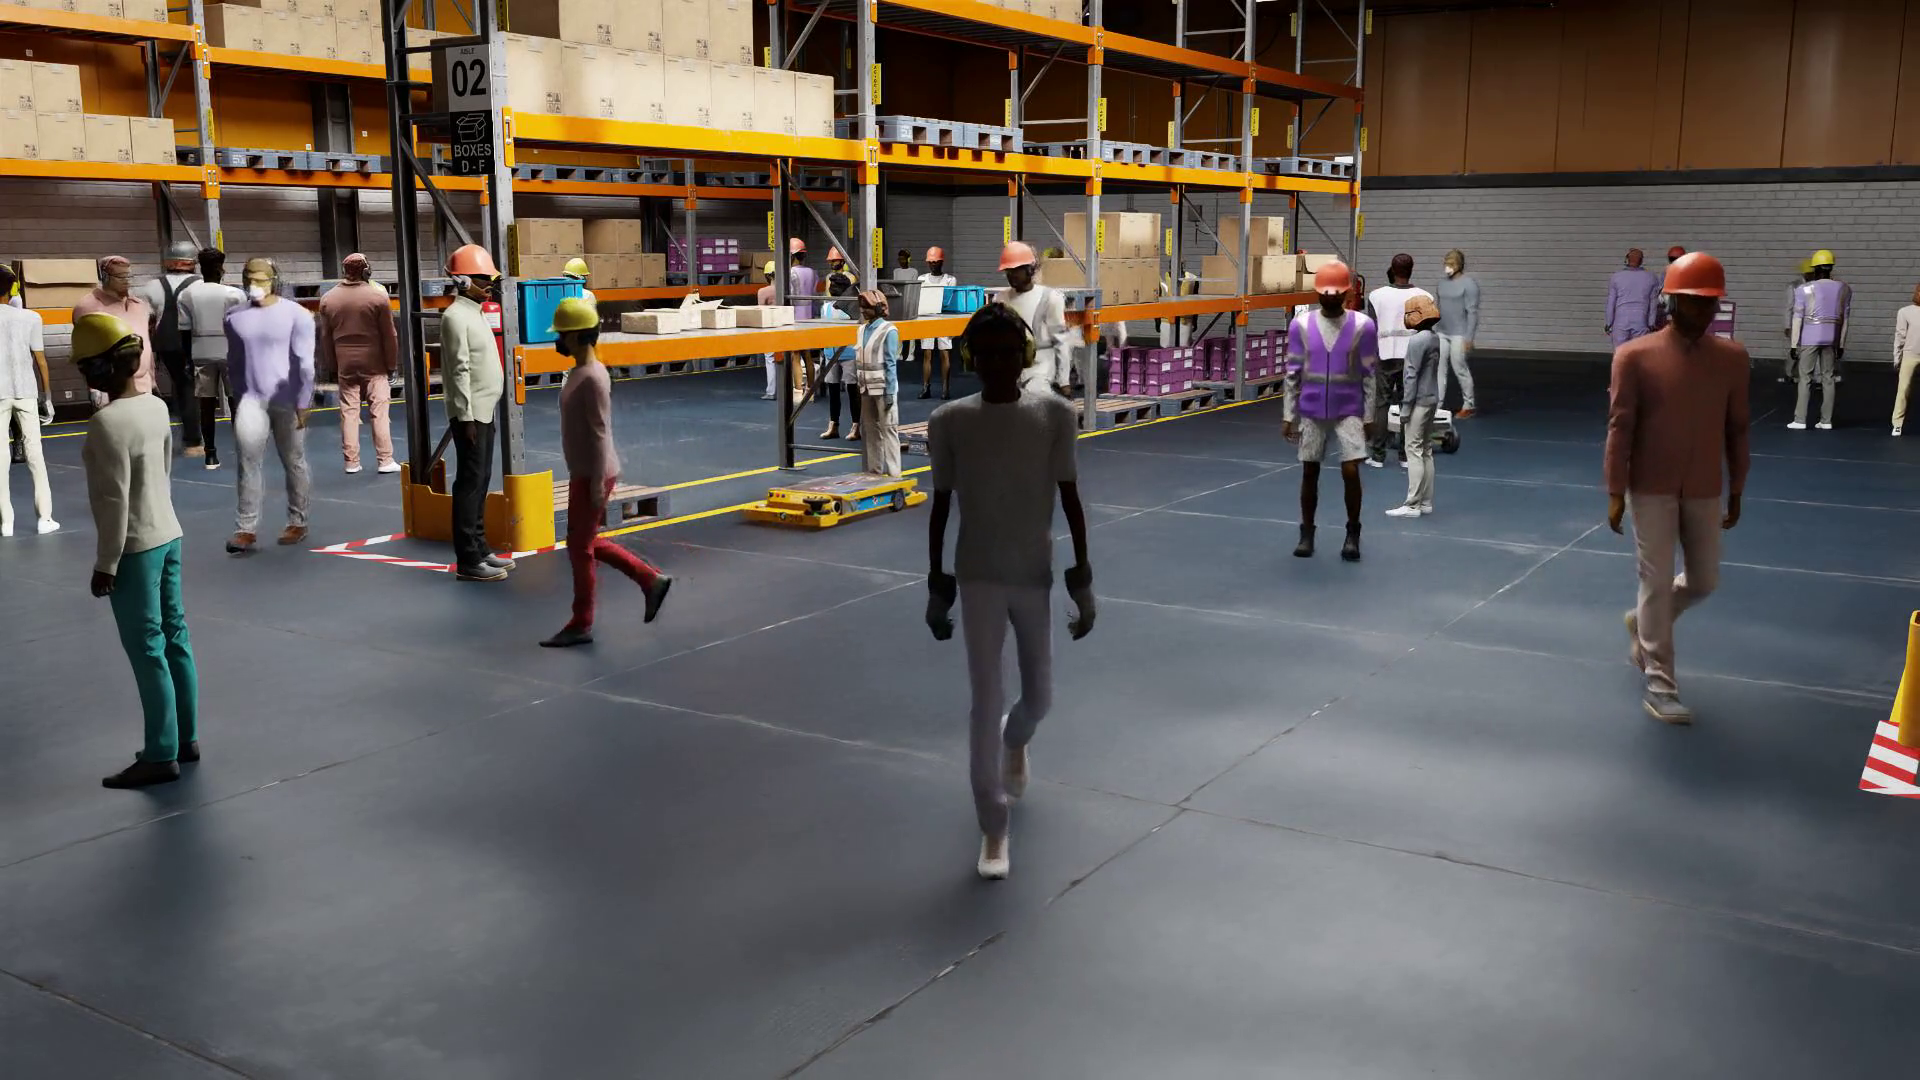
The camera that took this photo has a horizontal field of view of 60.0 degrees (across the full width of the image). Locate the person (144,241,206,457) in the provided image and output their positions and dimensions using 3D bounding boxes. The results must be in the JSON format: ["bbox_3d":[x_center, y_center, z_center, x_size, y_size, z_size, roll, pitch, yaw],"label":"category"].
[{"bbox_3d":[-7.243,-1.835,15.797,0.696,2.000,0.872,1,10,6],"label":"person"}]

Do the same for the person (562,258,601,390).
[{"bbox_3d":[-3.970,-2.013,17.361,0.590,1.833,0.404,5,11,27],"label":"person"}]

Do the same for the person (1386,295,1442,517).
[{"bbox_3d":[3.363,-0.981,12.229,0.299,1.623,0.503,6,12,31],"label":"person"}]

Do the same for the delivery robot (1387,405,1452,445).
[{"bbox_3d":[4.392,-1.162,15.924,0.477,0.478,0.707,-3,11,-15],"label":"delivery robot"}]

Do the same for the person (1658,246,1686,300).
[{"bbox_3d":[10.780,-3.479,25.203,0.378,1.932,0.551,2,10,10],"label":"person"}]

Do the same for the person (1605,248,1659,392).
[{"bbox_3d":[8.890,-2.901,22.062,0.650,1.913,0.409,2,10,10],"label":"person"}]

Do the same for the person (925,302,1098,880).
[{"bbox_3d":[0.165,0.127,5.511,0.570,1.831,0.754,-1,10,-5],"label":"person"}]

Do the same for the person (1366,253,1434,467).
[{"bbox_3d":[3.909,-1.592,14.840,0.597,1.907,0.400,0,10,0],"label":"person"}]

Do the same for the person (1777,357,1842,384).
[{"bbox_3d":[12.019,-2.967,23.345,0.518,1.580,0.870,-9,14,-41],"label":"person"}]

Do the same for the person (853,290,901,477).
[{"bbox_3d":[-0.659,-1.158,13.181,0.311,1.633,0.511,-8,13,-38],"label":"person"}]

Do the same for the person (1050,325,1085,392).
[{"bbox_3d":[1.418,-2.874,22.228,0.779,1.803,0.600,-4,11,-19],"label":"person"}]

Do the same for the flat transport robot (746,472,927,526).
[{"bbox_3d":[-0.890,-0.317,12.293,0.652,0.197,1.431,6,12,30],"label":"flat transport robot"}]

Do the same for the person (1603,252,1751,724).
[{"bbox_3d":[3.071,-0.249,7.192,0.637,1.980,0.723,-1,10,-3],"label":"person"}]

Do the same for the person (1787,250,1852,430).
[{"bbox_3d":[9.169,-2.130,17.779,0.588,1.918,0.396,0,10,2],"label":"person"}]

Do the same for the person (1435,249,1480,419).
[{"bbox_3d":[5.570,-2.304,18.750,0.590,1.939,0.646,-5,11,-26],"label":"person"}]

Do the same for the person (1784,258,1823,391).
[{"bbox_3d":[11.535,-2.945,22.640,0.621,1.794,0.703,3,11,18],"label":"person"}]

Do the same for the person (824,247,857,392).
[{"bbox_3d":[-1.626,-2.954,22.288,0.542,1.938,0.358,8,13,39],"label":"person"}]

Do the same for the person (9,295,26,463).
[{"bbox_3d":[-8.750,-1.650,15.049,0.545,1.942,0.354,-3,11,-18],"label":"person"}]

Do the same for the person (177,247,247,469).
[{"bbox_3d":[-6.571,-1.603,14.742,0.602,1.958,0.381,-2,10,-10],"label":"person"}]

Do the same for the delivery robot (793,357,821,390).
[{"bbox_3d":[-1.976,-2.126,21.268,0.477,0.478,0.707,0,10,0],"label":"delivery robot"}]

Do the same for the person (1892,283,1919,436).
[{"bbox_3d":[9.889,-1.865,17.127,0.495,1.626,0.285,5,11,24],"label":"person"}]

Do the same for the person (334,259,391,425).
[{"bbox_3d":[-6.544,-2.176,18.278,0.625,1.837,0.429,-7,12,-34],"label":"person"}]

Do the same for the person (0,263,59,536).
[{"bbox_3d":[-6.514,-0.958,11.414,0.514,1.872,0.328,-5,11,-27],"label":"person"}]

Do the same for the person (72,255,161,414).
[{"bbox_3d":[-6.309,-1.182,12.552,0.409,1.909,0.640,4,11,19],"label":"person"}]

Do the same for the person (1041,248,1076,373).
[{"bbox_3d":[1.441,-3.475,25.290,0.604,1.902,0.833,-7,12,-32],"label":"person"}]

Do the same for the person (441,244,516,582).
[{"bbox_3d":[-2.893,-0.757,9.950,0.387,1.992,0.626,-1,10,-4],"label":"person"}]

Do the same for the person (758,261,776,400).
[{"bbox_3d":[-2.352,-2.650,21.104,0.518,1.756,0.348,-9,14,-42],"label":"person"}]

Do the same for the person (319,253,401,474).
[{"bbox_3d":[-5.166,-1.517,14.406,0.642,1.909,0.410,0,10,2],"label":"person"}]

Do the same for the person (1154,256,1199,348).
[{"bbox_3d":[2.997,-3.035,23.027,0.625,1.837,0.429,0,10,1],"label":"person"}]

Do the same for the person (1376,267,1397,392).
[{"bbox_3d":[5.795,-2.839,22.365,0.547,1.672,0.633,1,10,3],"label":"person"}]

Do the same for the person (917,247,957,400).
[{"bbox_3d":[-0.307,-2.750,21.156,0.545,1.938,0.359,2,10,11],"label":"person"}]

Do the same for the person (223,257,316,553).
[{"bbox_3d":[-4.506,-0.865,10.791,0.628,1.901,0.900,0,10,1],"label":"person"}]

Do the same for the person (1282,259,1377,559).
[{"bbox_3d":[2.315,-0.811,10.500,0.573,1.909,0.485,4,11,21],"label":"person"}]

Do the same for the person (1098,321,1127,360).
[{"bbox_3d":[2.603,-3.951,27.761,0.537,1.954,0.651,-4,11,-21],"label":"person"}]

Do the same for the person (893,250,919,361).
[{"bbox_3d":[-0.937,-3.926,27.878,0.508,1.864,0.329,5,11,26],"label":"person"}]

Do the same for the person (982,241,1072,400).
[{"bbox_3d":[0.466,-1.227,12.521,0.621,2.003,0.814,9,14,41],"label":"person"}]

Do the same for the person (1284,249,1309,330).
[{"bbox_3d":[5.311,-3.644,26.280,0.580,1.879,0.347,-8,13,-38],"label":"person"}]

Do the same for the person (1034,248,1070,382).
[{"bbox_3d":[1.393,-3.250,24.010,0.661,1.901,0.928,2,10,10],"label":"person"}]

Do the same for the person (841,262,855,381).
[{"bbox_3d":[-1.624,-3.158,23.971,0.504,1.727,0.354,5,11,25],"label":"person"}]

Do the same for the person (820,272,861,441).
[{"bbox_3d":[-1.195,-1.848,16.814,0.539,1.698,0.318,6,12,29],"label":"person"}]

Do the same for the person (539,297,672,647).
[{"bbox_3d":[-1.801,-0.340,8.336,0.616,1.747,0.527,-4,11,-22],"label":"person"}]

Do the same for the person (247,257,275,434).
[{"bbox_3d":[-7.247,-2.031,17.428,0.346,1.846,0.506,-8,13,-39],"label":"person"}]

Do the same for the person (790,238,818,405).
[{"bbox_3d":[-2.012,-2.676,20.453,0.377,2.041,0.616,6,12,31],"label":"person"}]

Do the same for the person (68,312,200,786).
[{"bbox_3d":[-3.095,0.038,6.209,0.328,1.760,0.523,-1,10,-4],"label":"person"}]
